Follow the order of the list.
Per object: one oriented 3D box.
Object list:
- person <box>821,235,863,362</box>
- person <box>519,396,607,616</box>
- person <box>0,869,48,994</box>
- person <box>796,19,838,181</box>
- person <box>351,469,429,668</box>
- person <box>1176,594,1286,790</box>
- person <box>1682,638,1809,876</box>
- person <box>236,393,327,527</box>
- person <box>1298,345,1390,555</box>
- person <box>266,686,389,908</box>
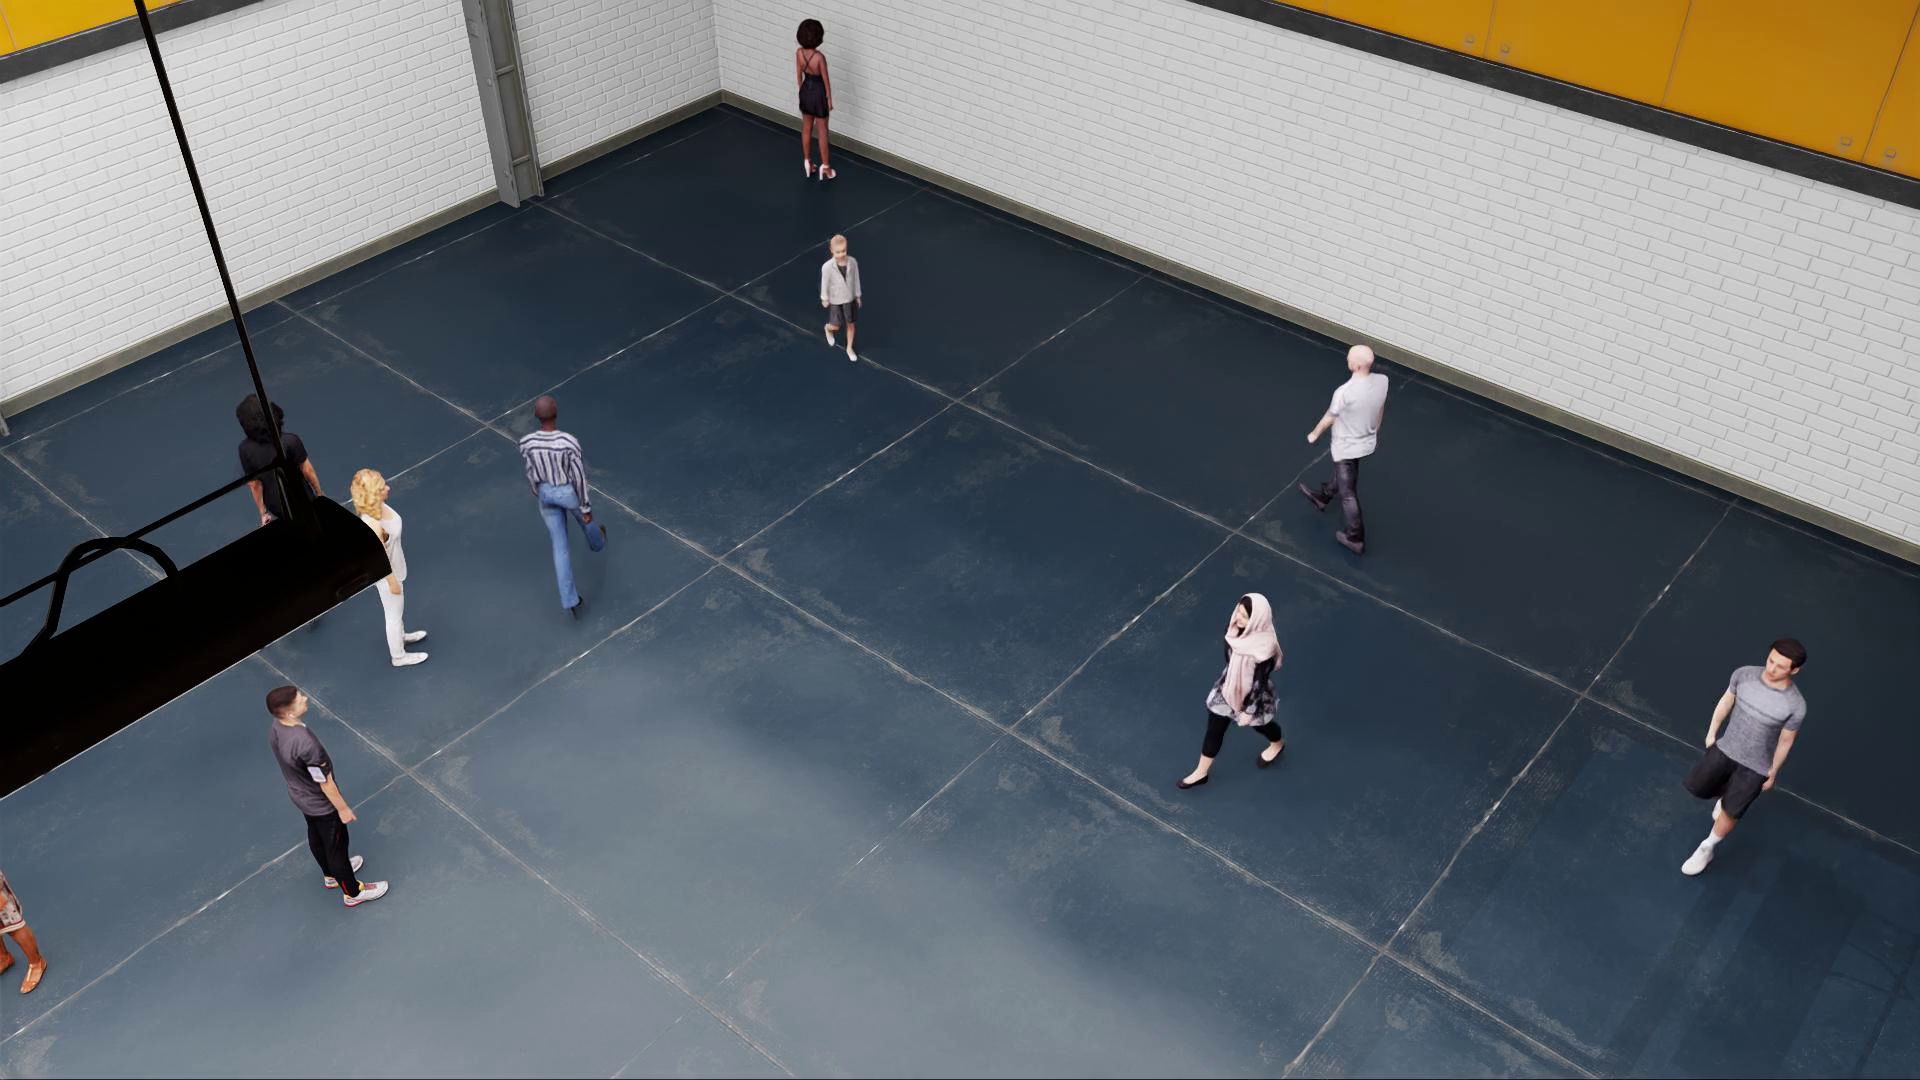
[{"bbox_3d":[-1.122,-2.285,15.449,0.702,1.263,0.735,-16,41,-19],"label":"person"},{"bbox_3d":[-3.001,-0.207,12.466,1.142,1.740,1.275,1,39,2],"label":"person"},{"bbox_3d":[-5.786,2.024,9.748,0.725,1.645,0.713,6,39,8],"label":"person"},{"bbox_3d":[-1.595,-4.812,18.193,0.594,1.788,0.574,21,43,24],"label":"person"},{"bbox_3d":[-4.163,0.187,12.029,0.708,1.668,0.679,-11,40,-14],"label":"person"},{"bbox_3d":[1.978,0.996,11.077,1.174,1.593,0.872,-20,43,-23],"label":"person"},{"bbox_3d":[4.996,1.315,10.466,0.964,1.857,0.770,-27,46,-29],"label":"person"},{"bbox_3d":[-5.031,-0.244,12.459,1.123,1.806,1.177,-3,39,-4],"label":"person"},{"bbox_3d":[3.122,-0.670,13.000,1.087,1.796,0.885,-23,44,-26],"label":"person"},{"bbox_3d":[-3.956,1.565,10.227,0.567,1.765,0.646,-32,48,-33],"label":"person"}]
